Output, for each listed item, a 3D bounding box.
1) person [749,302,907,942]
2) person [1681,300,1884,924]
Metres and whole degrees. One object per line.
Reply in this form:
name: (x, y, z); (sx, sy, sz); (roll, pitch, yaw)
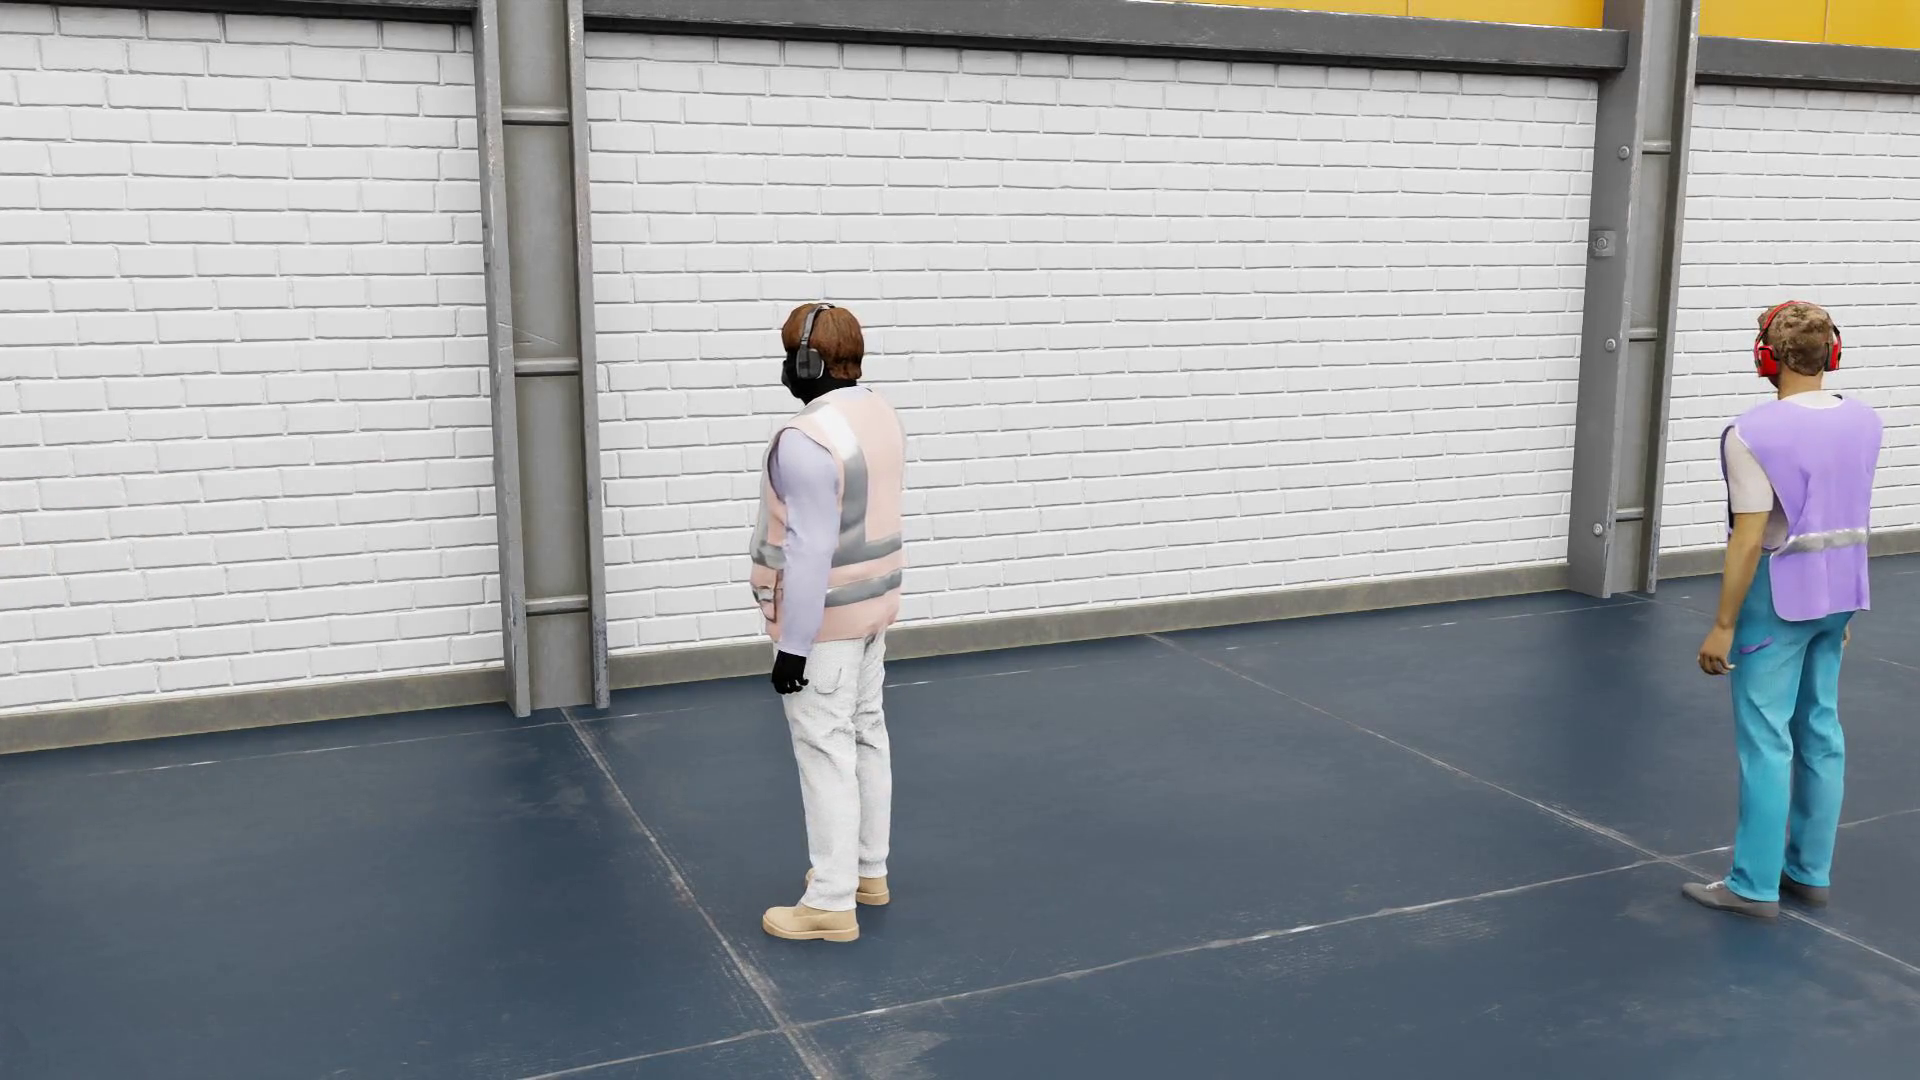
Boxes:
person: (-0.389, 0.238, 4.841); (0.429, 1.842, 0.637); (4, 11, 19)
person: (2.448, 0.224, 4.915); (0.564, 1.841, 0.394); (-5, 11, -24)
